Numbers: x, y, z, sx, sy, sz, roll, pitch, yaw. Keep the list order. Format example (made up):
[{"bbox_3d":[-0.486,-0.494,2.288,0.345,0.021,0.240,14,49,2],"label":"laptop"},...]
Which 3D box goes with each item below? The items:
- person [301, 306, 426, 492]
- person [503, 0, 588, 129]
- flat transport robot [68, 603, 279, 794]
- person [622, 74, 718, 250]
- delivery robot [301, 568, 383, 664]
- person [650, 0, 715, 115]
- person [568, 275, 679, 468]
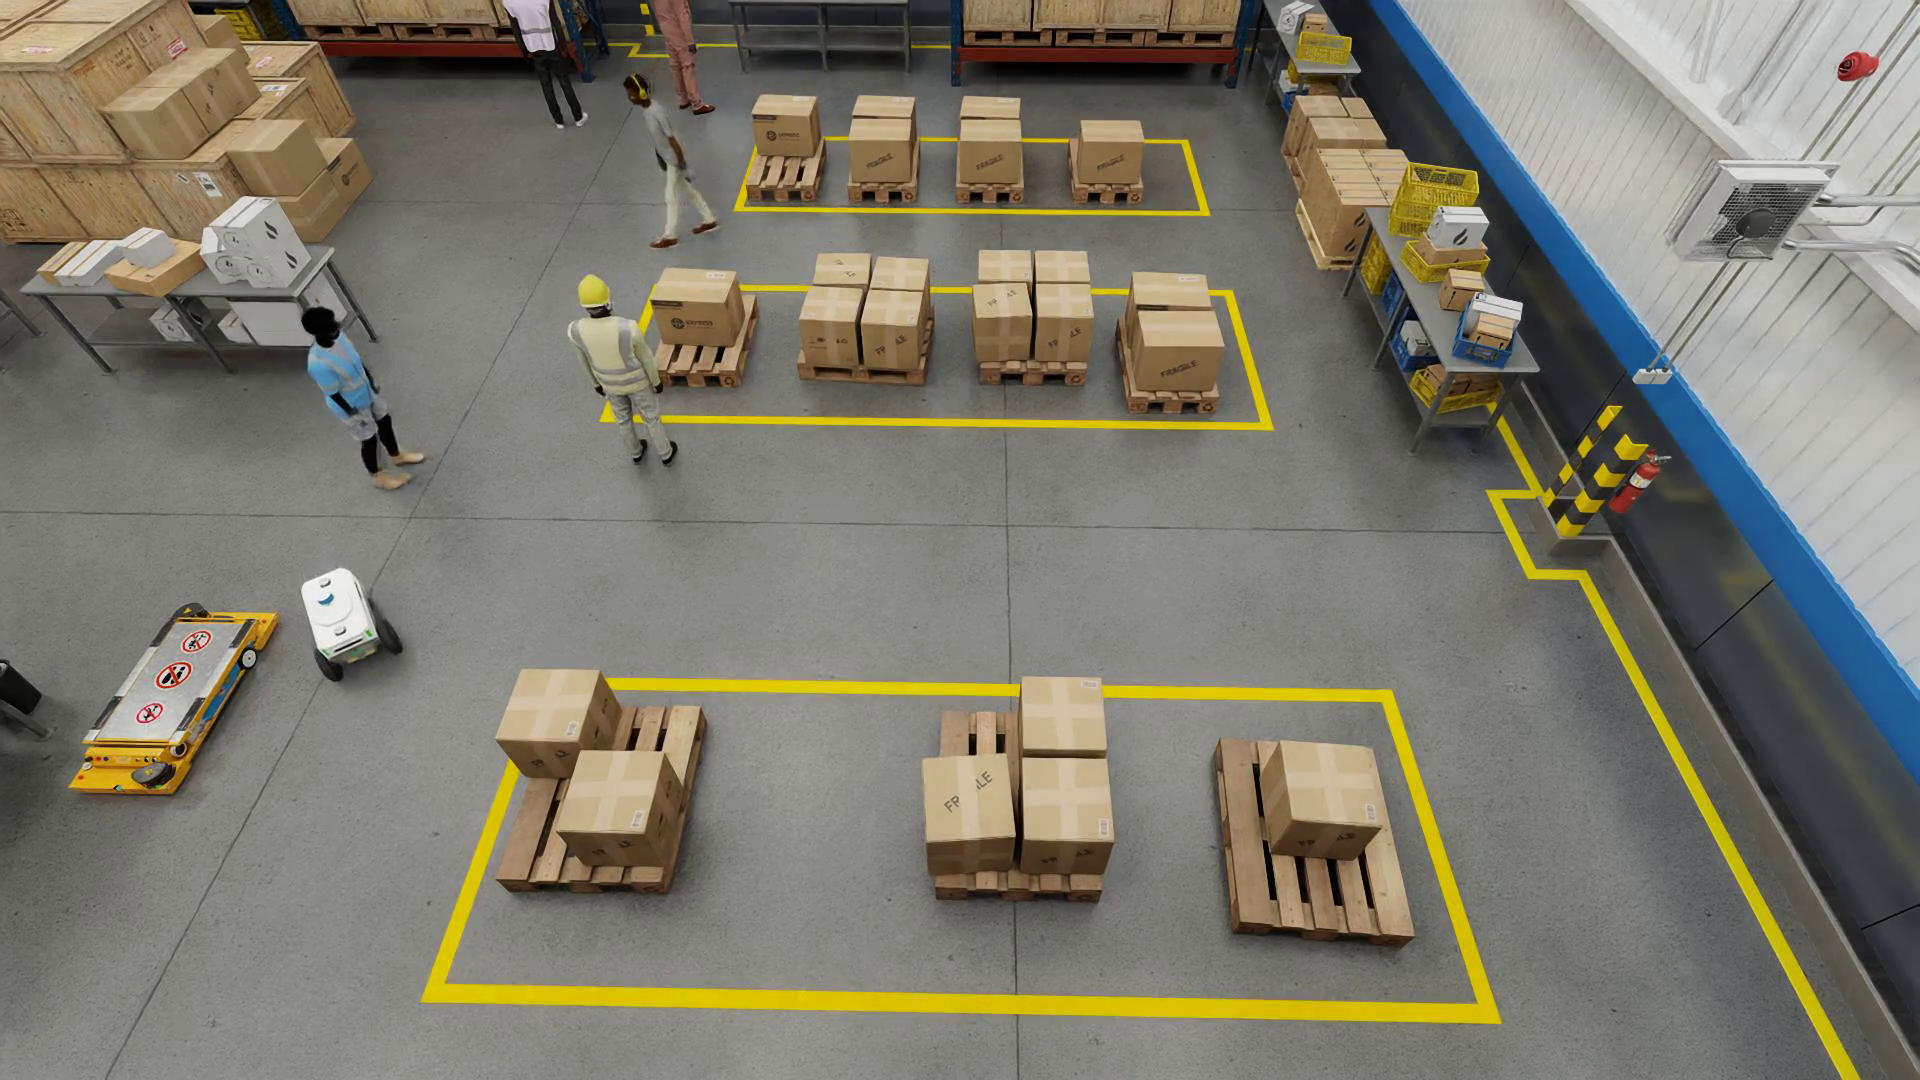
[{"bbox_3d":[-4.877,-1.138,7.392,0.423,1.678,0.578,-4,50,-4],"label":"person"},{"bbox_3d":[-5.218,-6.163,11.492,0.587,1.920,0.395,-8,50,-7],"label":"person"},{"bbox_3d":[-5.504,1.072,6.442,0.652,0.197,1.431,1,50,1],"label":"flat transport robot"},{"bbox_3d":[-3.151,-4.010,9.744,0.901,1.806,0.551,-24,54,-19],"label":"person"},{"bbox_3d":[-4.499,0.539,6.645,0.477,0.478,0.707,-28,55,-22],"label":"delivery robot"},{"bbox_3d":[-3.614,-6.502,11.785,0.642,1.912,0.410,35,58,26],"label":"person"},{"bbox_3d":[-2.734,-1.325,7.462,0.595,1.827,0.403,2,50,2],"label":"person"}]
